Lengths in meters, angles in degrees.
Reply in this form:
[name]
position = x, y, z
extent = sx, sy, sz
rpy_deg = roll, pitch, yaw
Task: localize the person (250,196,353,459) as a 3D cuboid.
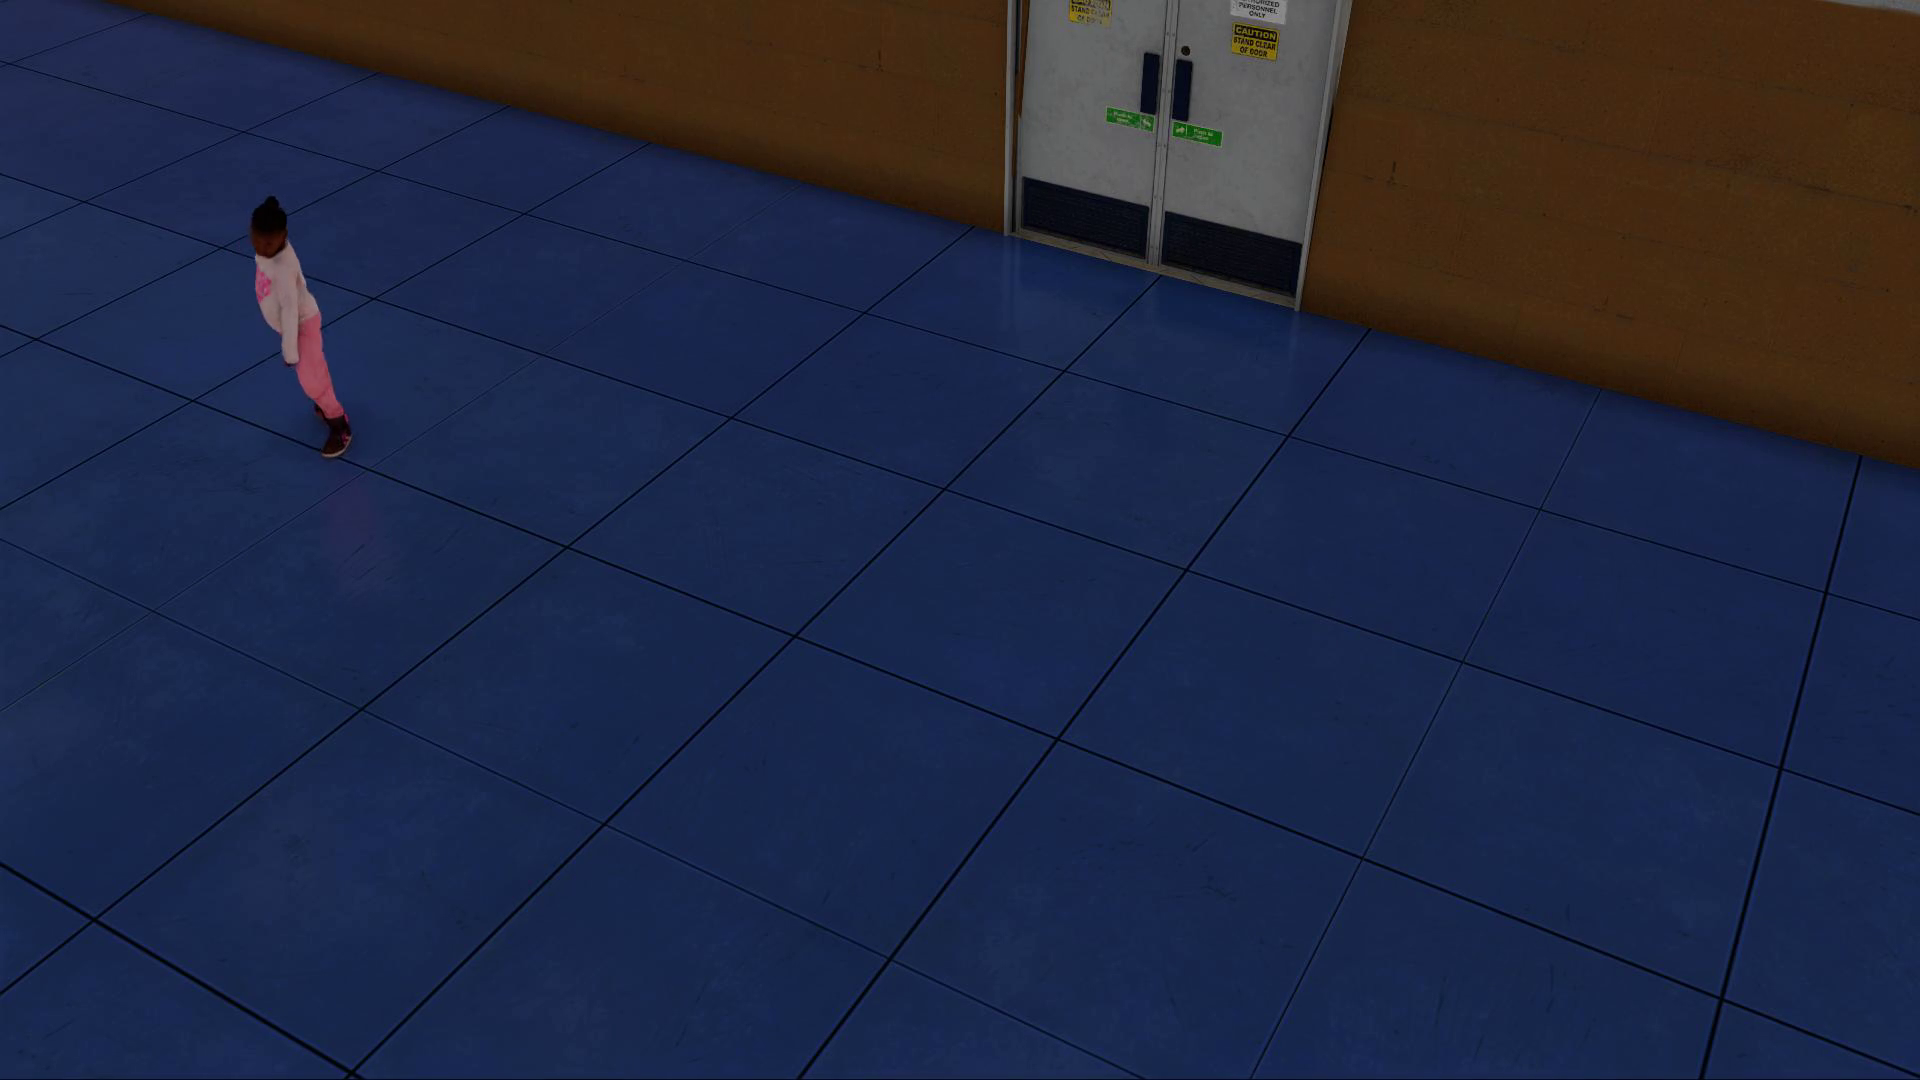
[person]
position = -3.351, -1.146, 8.428
extent = 0.733, 1.429, 0.760
rpy_deg = -8, 38, -11
